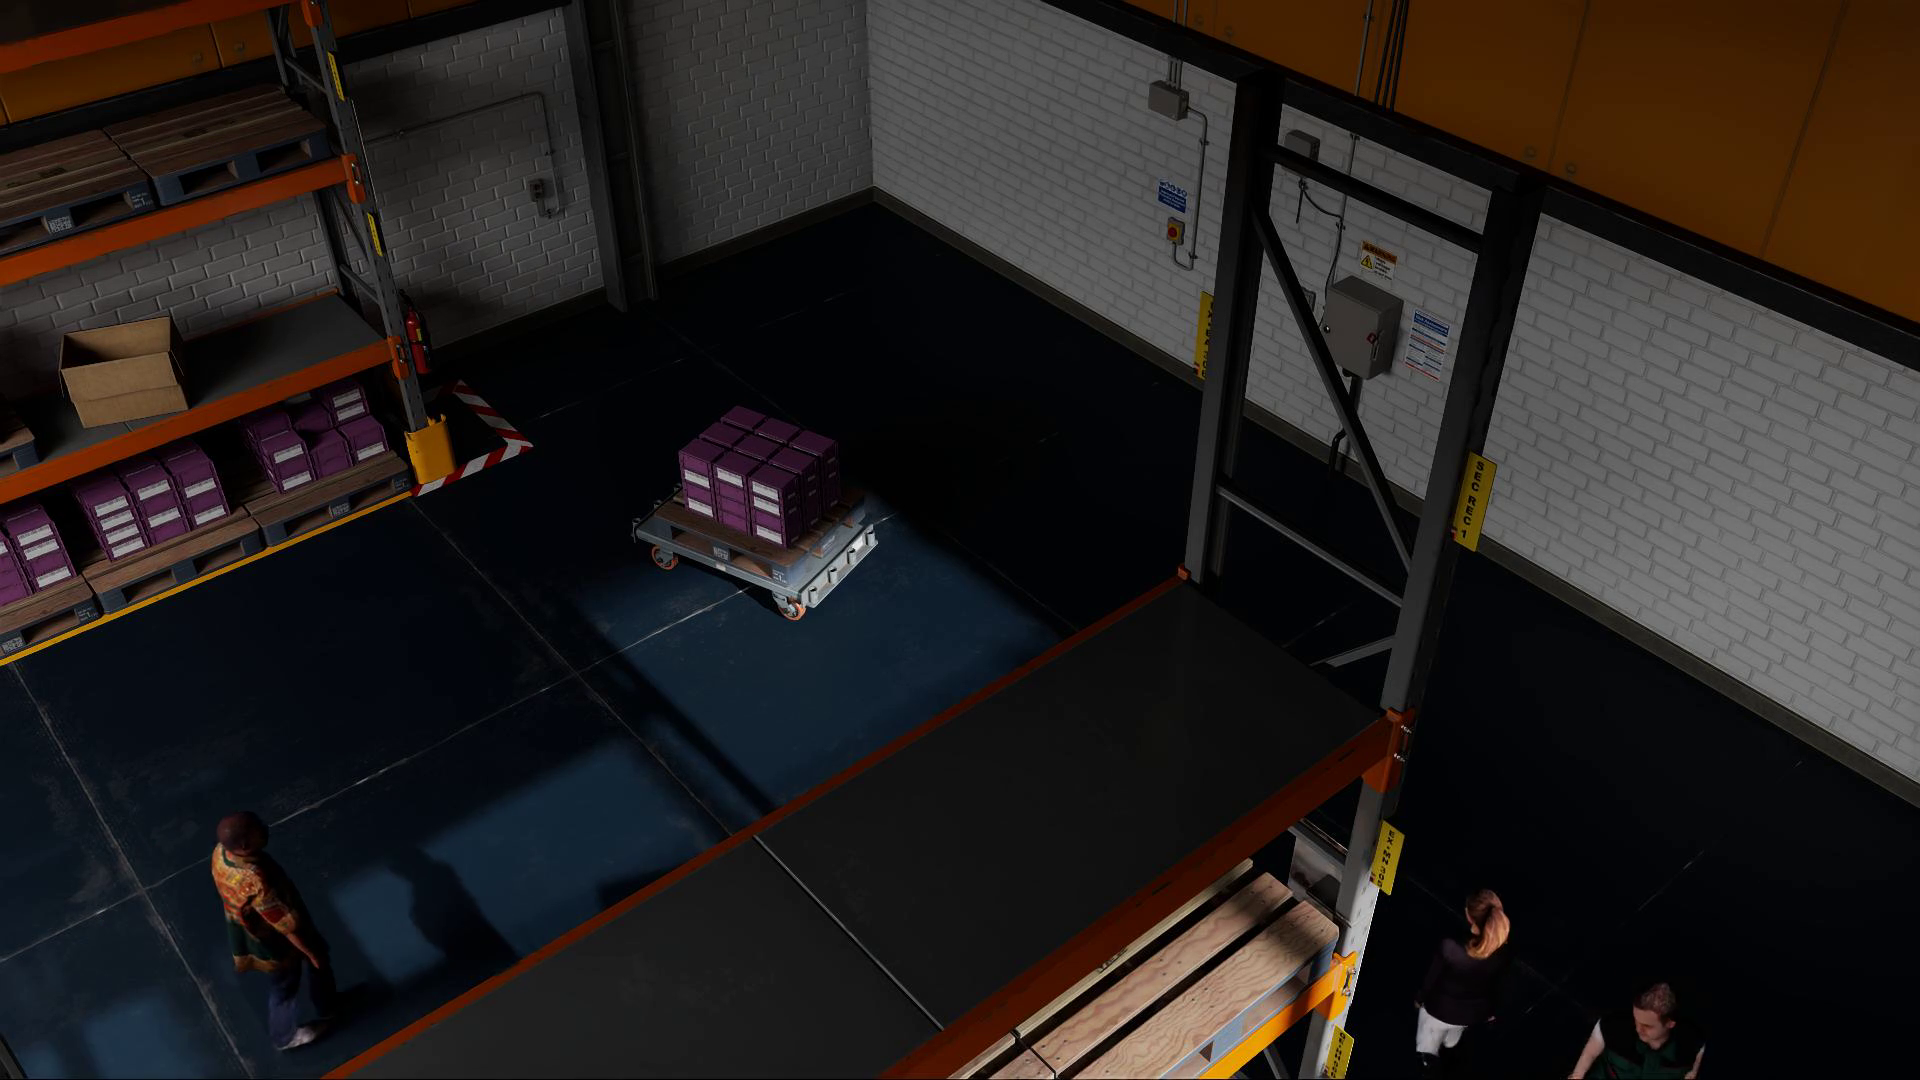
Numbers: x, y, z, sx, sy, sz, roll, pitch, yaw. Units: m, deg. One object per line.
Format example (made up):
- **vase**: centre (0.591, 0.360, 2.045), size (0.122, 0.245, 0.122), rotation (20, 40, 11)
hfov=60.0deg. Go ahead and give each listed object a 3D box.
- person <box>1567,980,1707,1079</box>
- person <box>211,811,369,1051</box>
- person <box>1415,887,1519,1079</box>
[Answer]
- **person**: centre (3.206, 2.660, 8.041), size (0.779, 1.816, 0.842), rotation (-4, 39, -5)
- **person**: centre (-3.690, 2.122, 8.741), size (0.824, 1.784, 0.697), rotation (-25, 45, -28)
- **person**: centre (2.517, 2.438, 8.400), size (0.981, 1.714, 0.957), rotation (-1, 39, -2)
